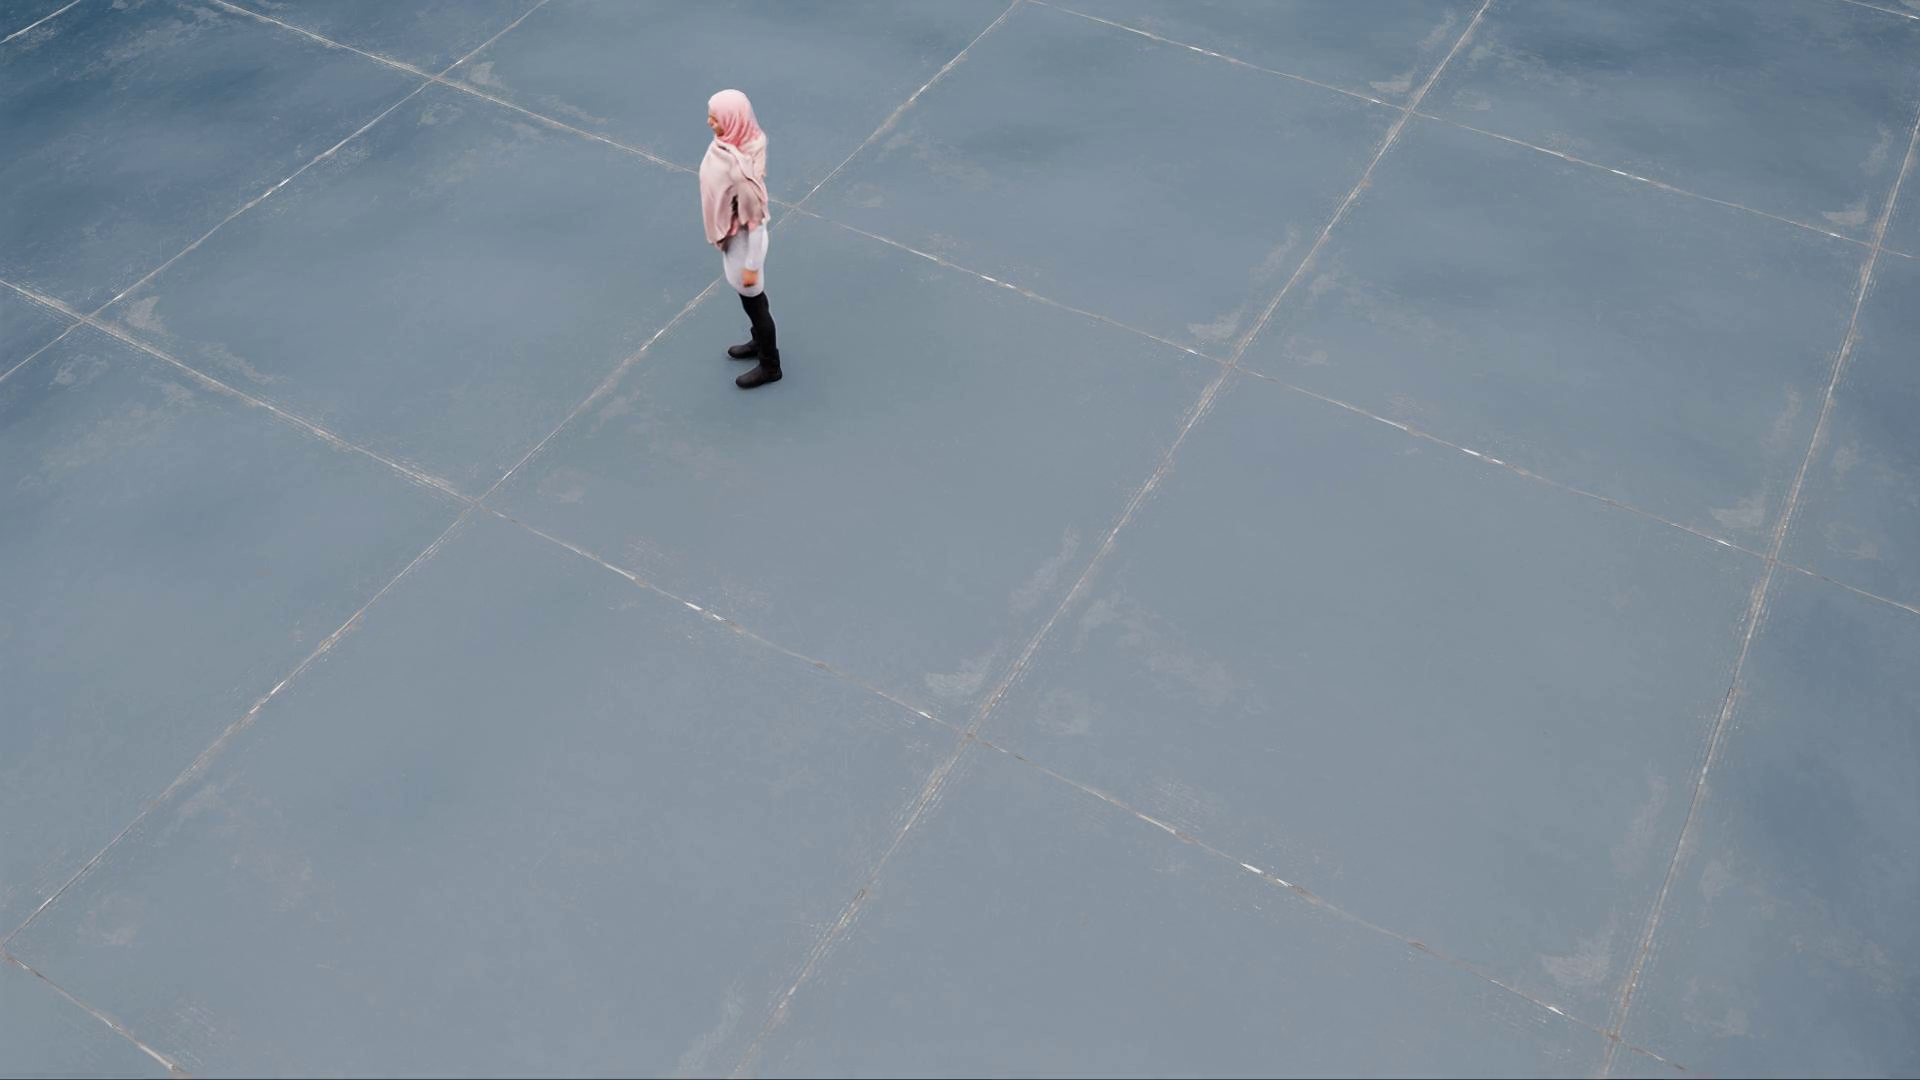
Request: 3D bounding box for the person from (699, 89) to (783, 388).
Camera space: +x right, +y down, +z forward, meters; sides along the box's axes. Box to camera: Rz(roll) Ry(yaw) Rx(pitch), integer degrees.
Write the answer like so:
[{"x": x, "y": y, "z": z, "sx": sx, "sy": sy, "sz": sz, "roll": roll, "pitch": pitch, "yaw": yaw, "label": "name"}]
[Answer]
[{"x": -1.140, "y": -1.580, "z": 8.800, "sx": 0.795, "sy": 1.804, "sz": 0.741, "roll": -9, "pitch": 48, "yaw": -9, "label": "person"}]
